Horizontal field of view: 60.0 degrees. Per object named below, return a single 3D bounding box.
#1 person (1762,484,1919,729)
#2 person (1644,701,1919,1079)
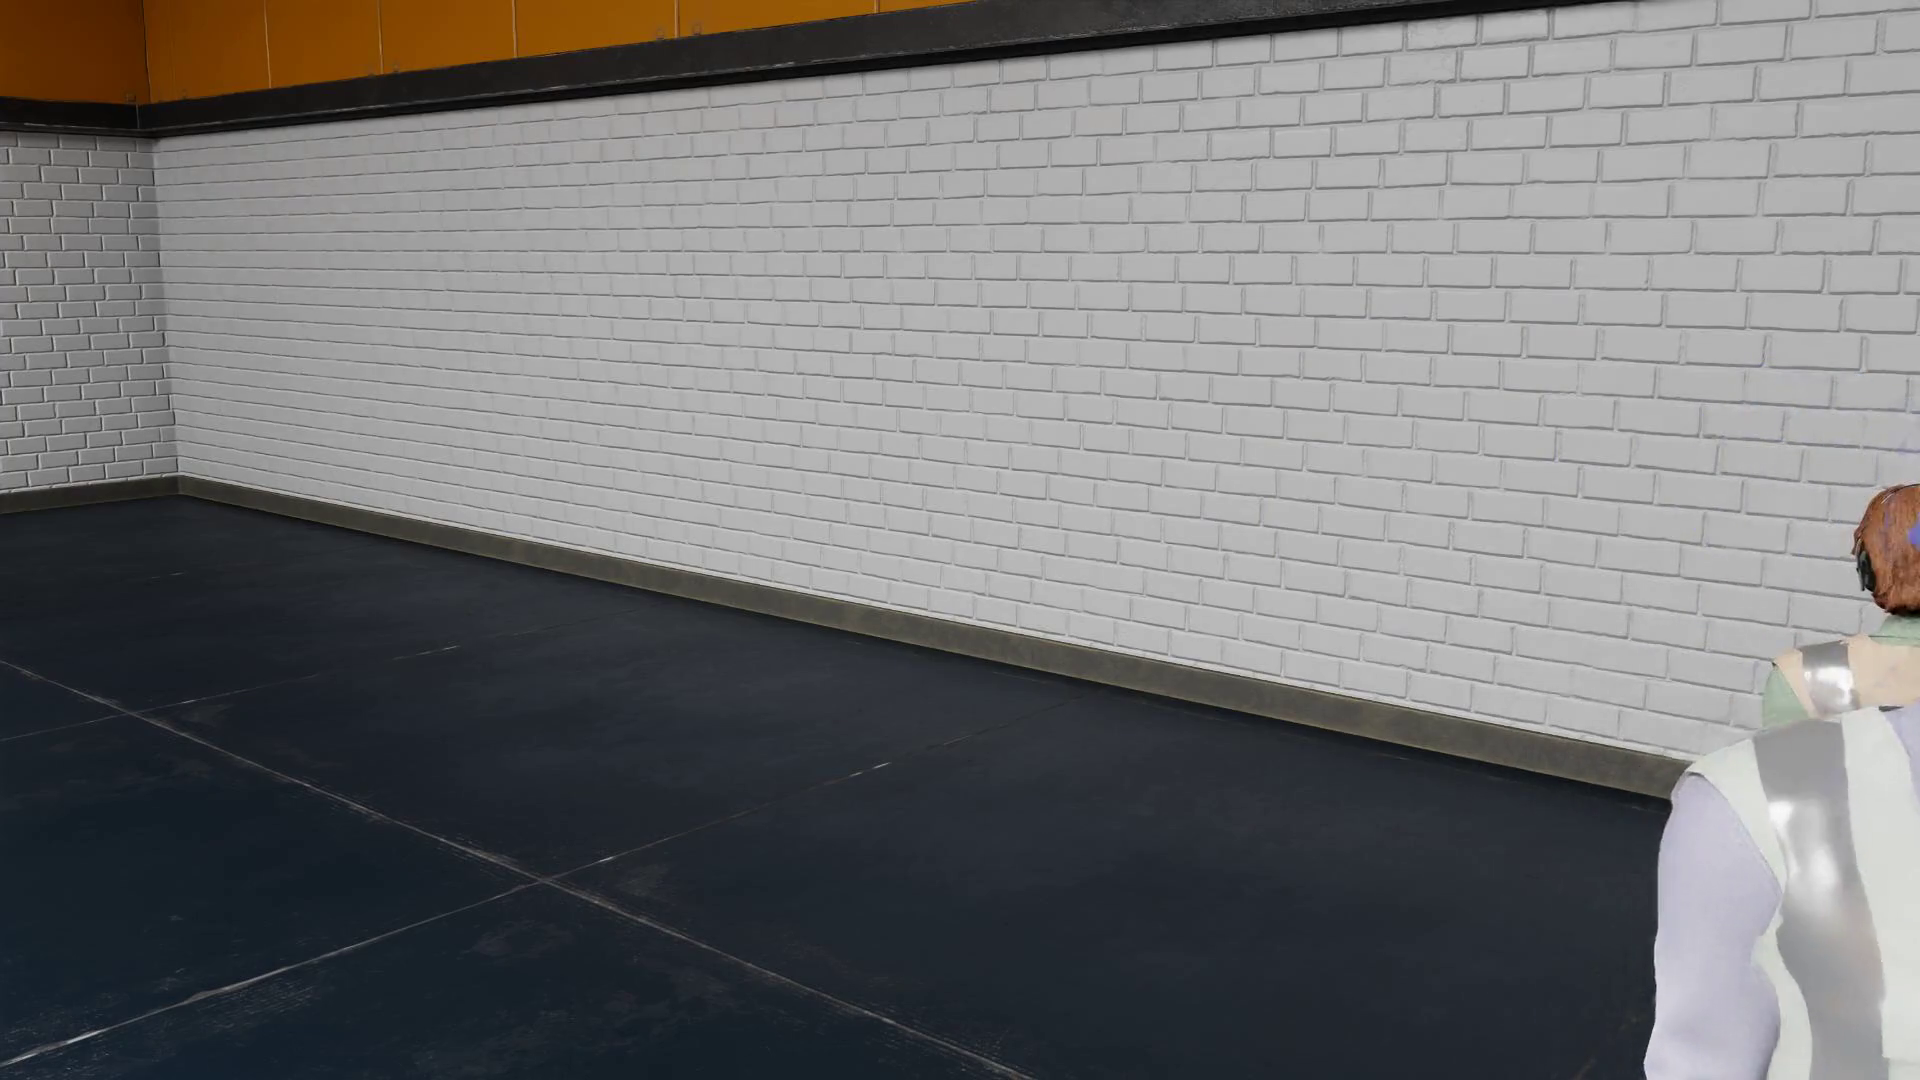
[{"bbox_3d":[1.605,0.714,2.857,0.514,1.639,0.310,2,10,9],"label":"person"},{"bbox_3d":[0.949,0.782,1.650,0.620,1.921,0.699,1,10,8],"label":"person"}]
